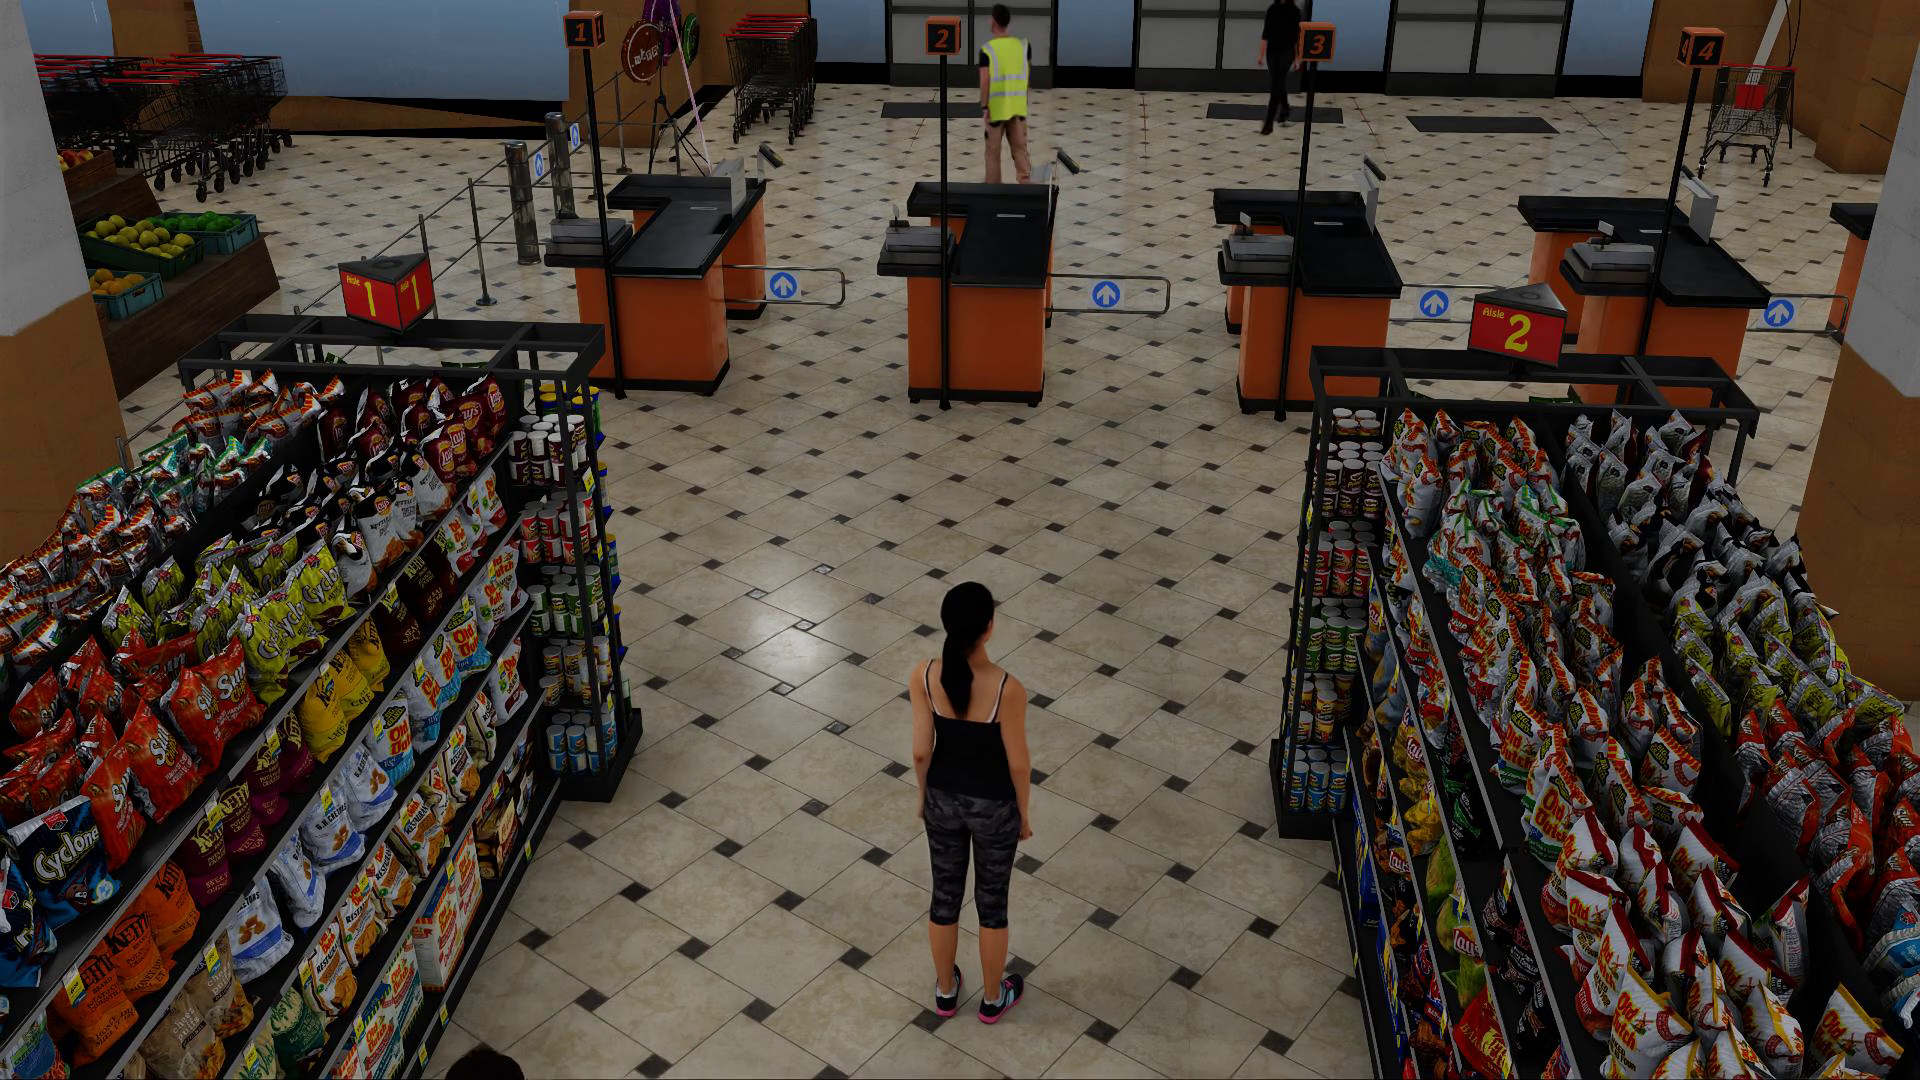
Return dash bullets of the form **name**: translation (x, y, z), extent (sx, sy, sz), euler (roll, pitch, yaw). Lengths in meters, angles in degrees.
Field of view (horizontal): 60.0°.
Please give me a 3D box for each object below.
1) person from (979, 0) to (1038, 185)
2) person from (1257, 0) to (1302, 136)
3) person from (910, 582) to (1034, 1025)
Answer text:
- **person**: translation (0.446, -3.919, 15.193), extent (0.997, 1.817, 1.232), euler (-9, 28, -16)
- **person**: translation (3.515, -5.269, 18.090), extent (0.961, 1.605, 1.159), euler (19, 32, 33)
- **person**: translation (0.033, 0.929, 5.734), extent (0.615, 1.726, 0.605), euler (8, 28, 15)
